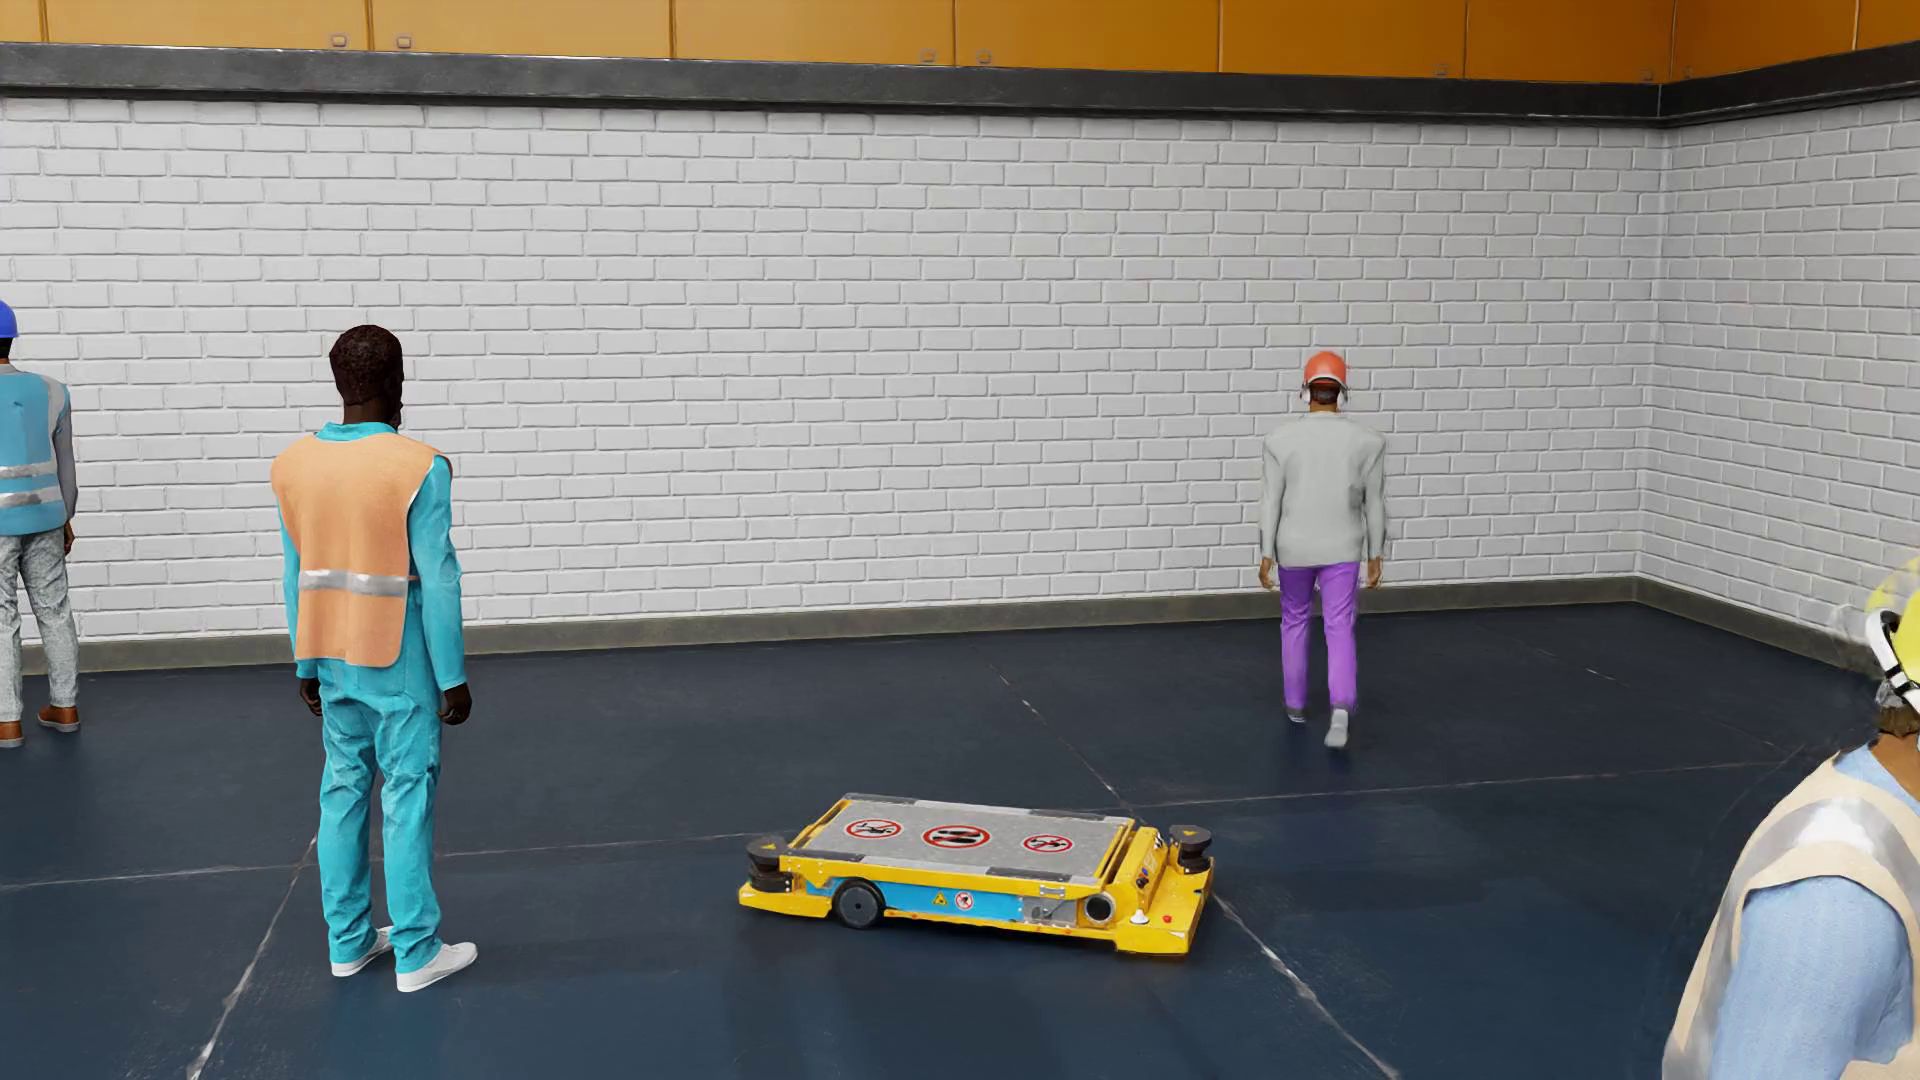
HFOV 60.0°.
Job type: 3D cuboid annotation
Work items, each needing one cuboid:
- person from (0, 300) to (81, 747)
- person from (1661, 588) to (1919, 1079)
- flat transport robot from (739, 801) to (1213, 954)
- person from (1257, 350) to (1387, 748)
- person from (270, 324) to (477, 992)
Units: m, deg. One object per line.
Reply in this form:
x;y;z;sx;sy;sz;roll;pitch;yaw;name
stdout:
-4.130;-0.078;7.229;0.384;1.951;0.605;5;11;28;person
1.059;0.867;2.066;0.935;1.765;0.625;6;11;34;person
0.070;1.059;5.405;1.431;0.197;0.652;2;10;15;flat transport robot
1.595;0.026;7.322;0.568;1.717;0.808;1;9;6;person
-1.684;0.346;4.778;0.587;1.911;0.397;4;10;21;person
